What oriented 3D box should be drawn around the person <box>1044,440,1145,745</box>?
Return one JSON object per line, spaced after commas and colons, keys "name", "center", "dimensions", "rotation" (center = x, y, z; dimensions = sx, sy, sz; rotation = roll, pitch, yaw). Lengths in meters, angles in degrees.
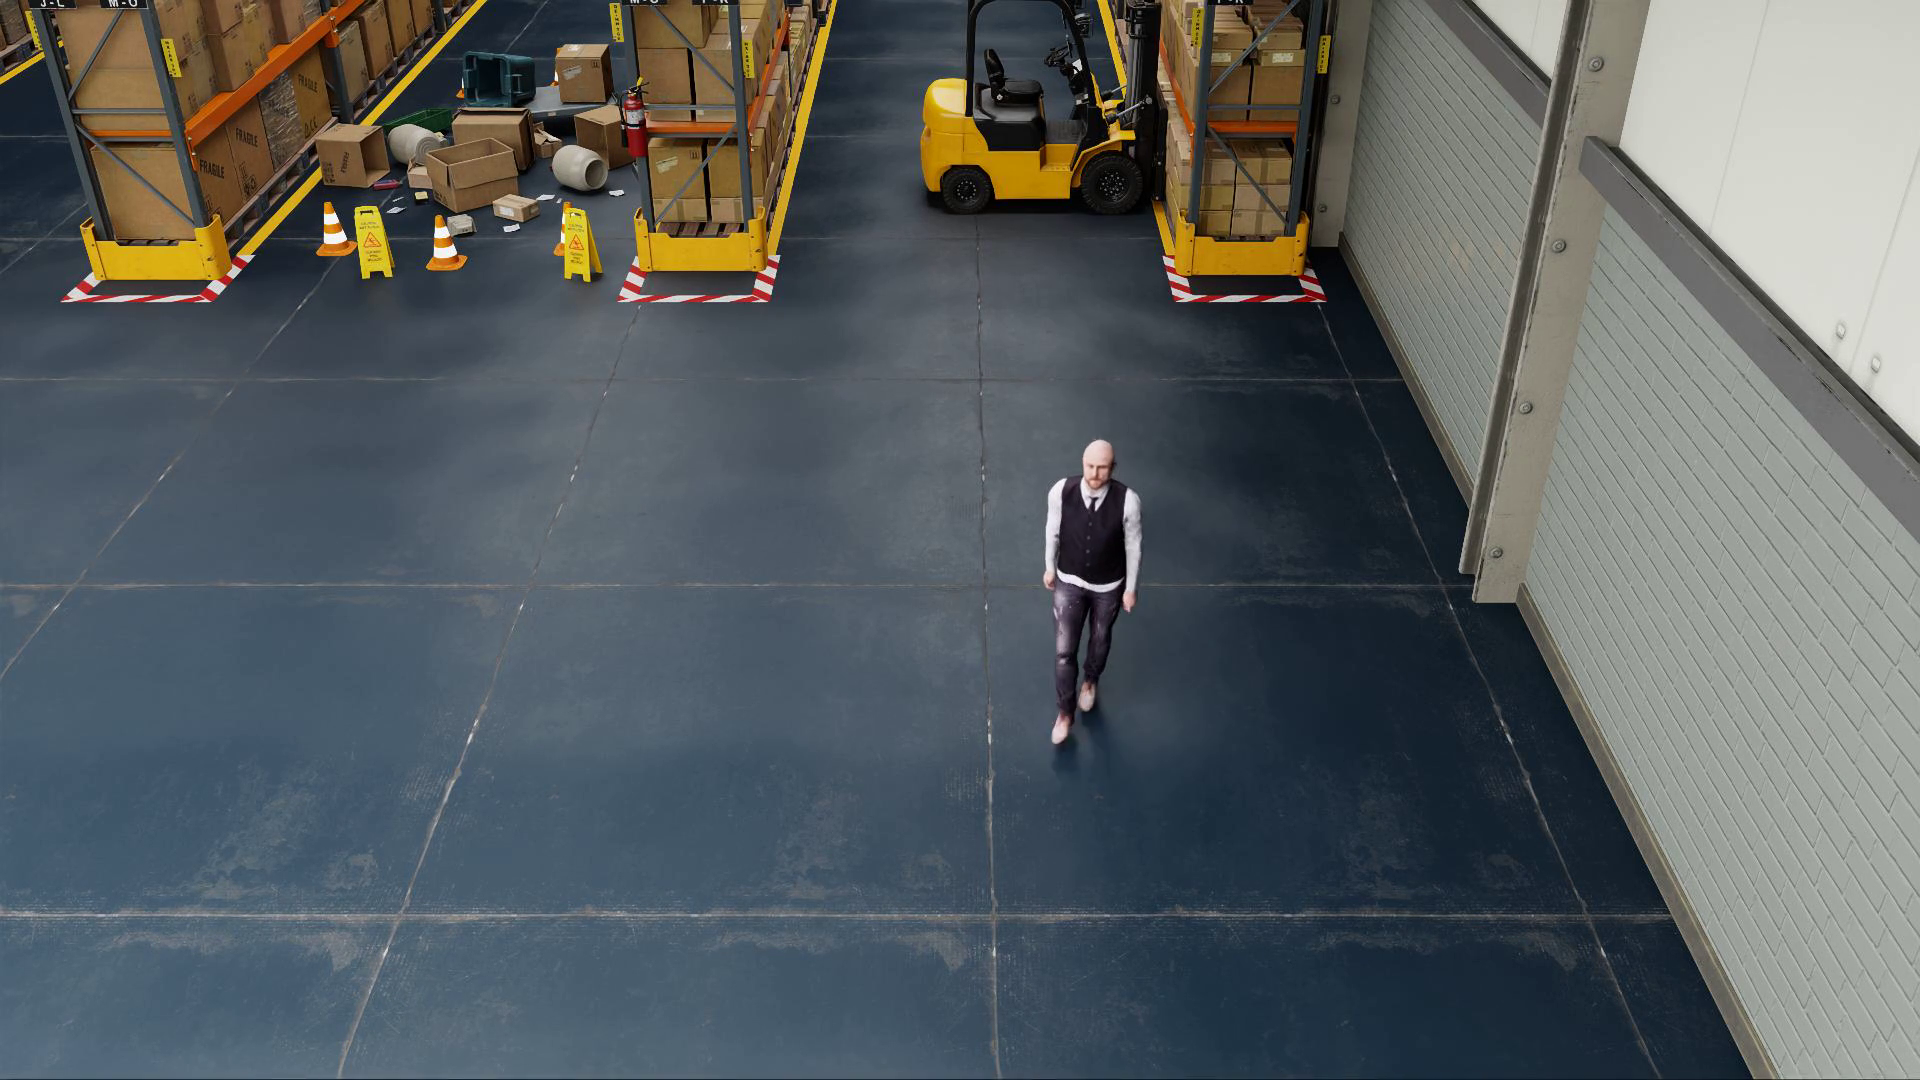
{"name": "person", "center": [0.756, 0.197, 9.403], "dimensions": [0.816, 1.802, 0.977], "rotation": [6, 33, 9]}
